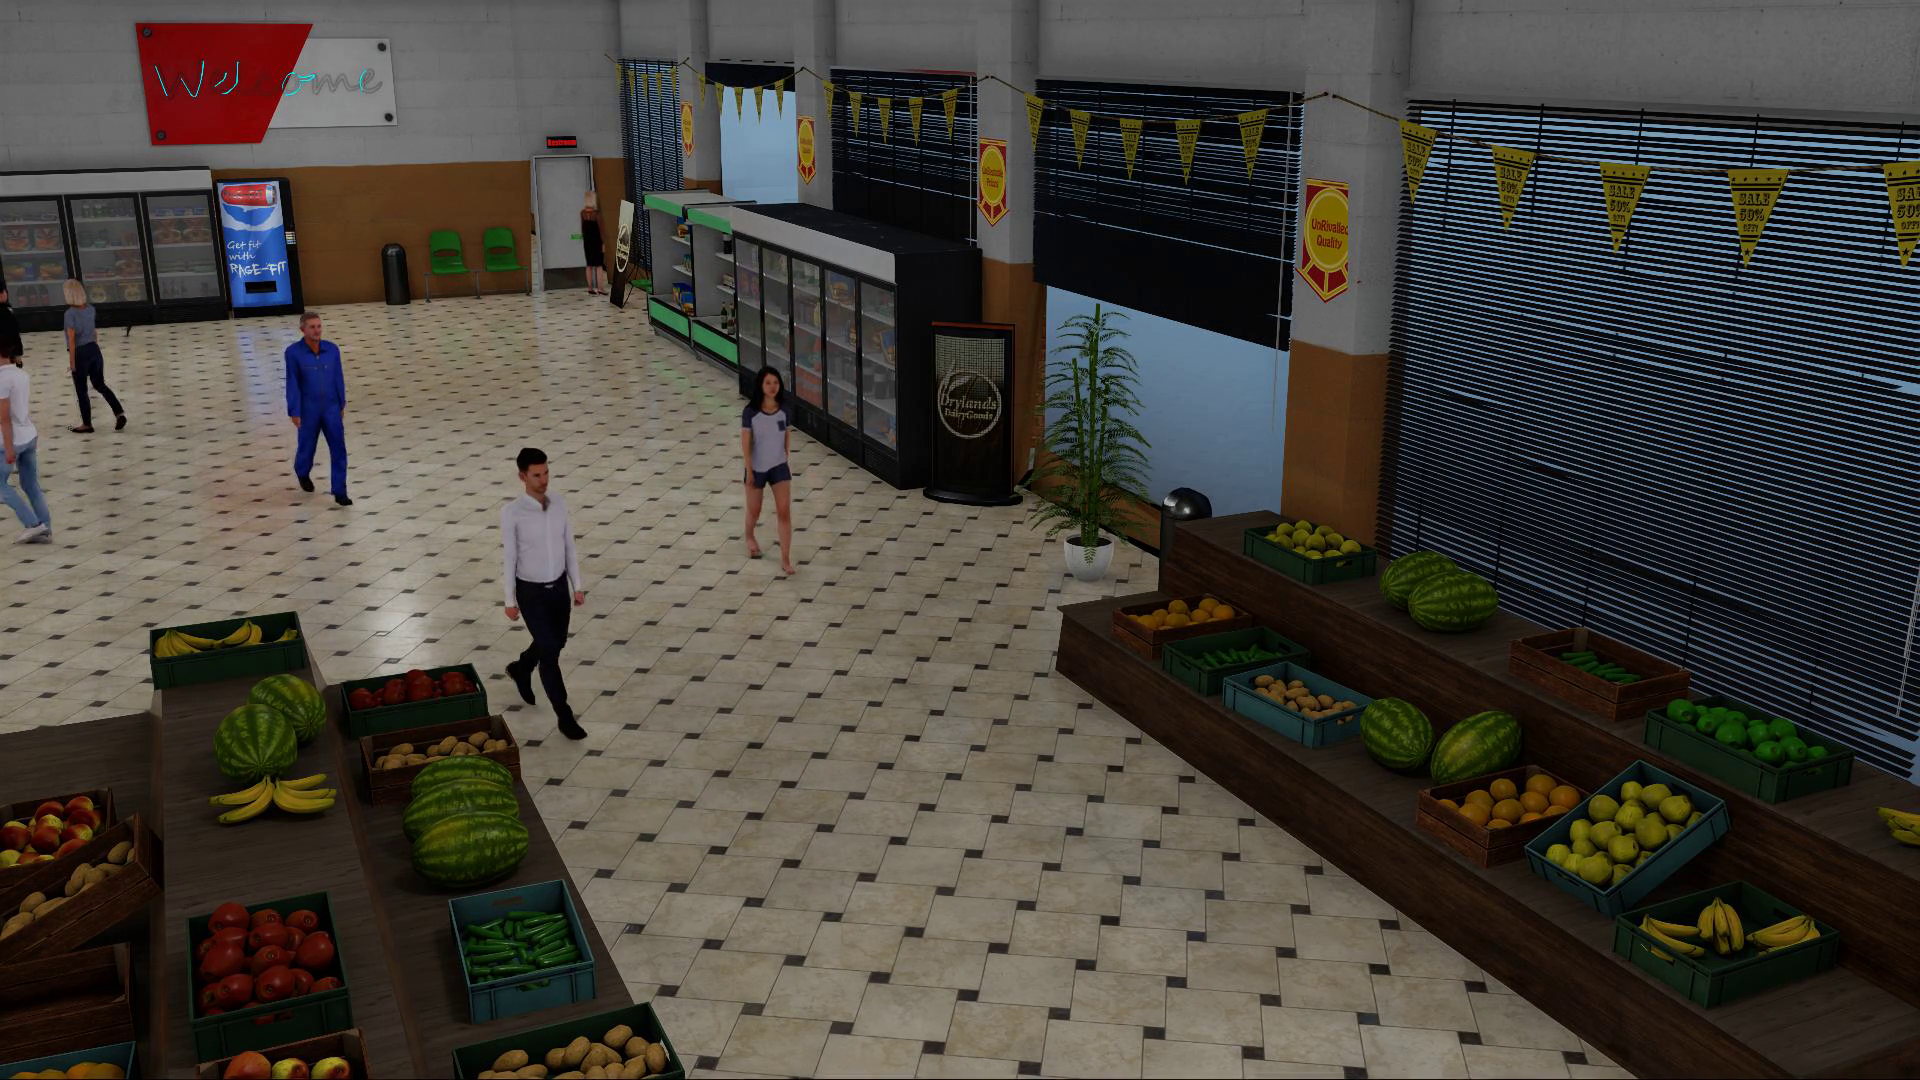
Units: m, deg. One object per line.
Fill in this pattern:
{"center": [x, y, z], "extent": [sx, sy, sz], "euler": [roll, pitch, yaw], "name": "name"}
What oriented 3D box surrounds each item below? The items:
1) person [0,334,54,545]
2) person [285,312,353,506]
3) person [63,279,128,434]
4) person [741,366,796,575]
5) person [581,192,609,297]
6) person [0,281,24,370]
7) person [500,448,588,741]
{"center": [-8.000, -0.838, 14.265], "extent": [0.823, 1.836, 0.691], "euler": [-1, 17, -4], "name": "person"}
{"center": [-6.067, -1.226, 15.611], "extent": [0.916, 1.797, 1.214], "euler": [-14, 22, -38], "name": "person"}
{"center": [-9.636, -2.044, 18.415], "extent": [0.914, 1.733, 0.864], "euler": [5, 18, 15], "name": "person"}
{"center": [-1.622, -0.593, 13.744], "extent": [0.600, 1.670, 1.084], "euler": [-7, 18, -22], "name": "person"}
{"center": [-6.221, -5.018, 28.190], "extent": [0.639, 1.744, 0.729], "euler": [9, 19, 26], "name": "person"}
{"center": [-10.655, -2.047, 18.530], "extent": [0.722, 1.672, 0.855], "euler": [14, 22, 38], "name": "person"}
{"center": [-2.684, 0.297, 10.514], "extent": [1.272, 1.844, 0.944], "euler": [16, 23, 42], "name": "person"}
